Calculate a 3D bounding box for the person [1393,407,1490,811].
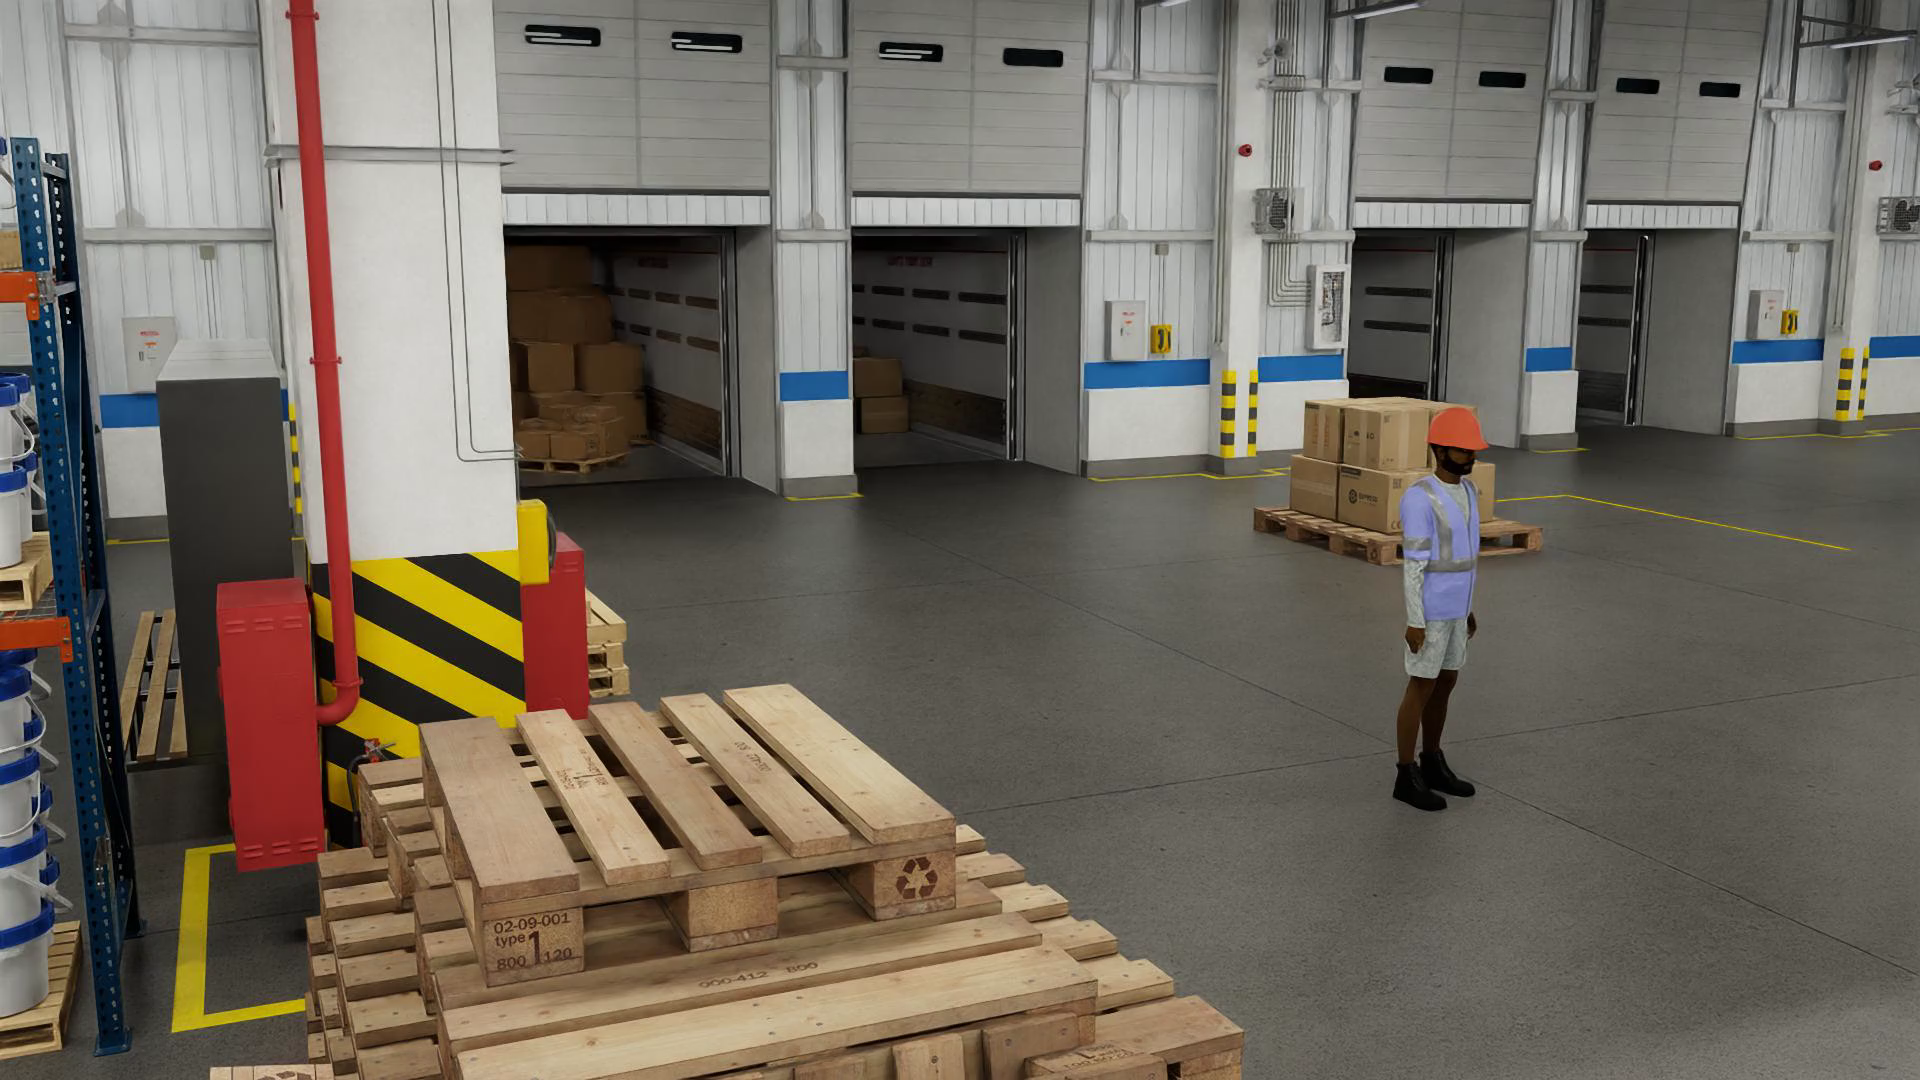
[{"bbox_3d":[2.335,0.324,8.002,0.553,1.935,0.363,-10,14,-44],"label":"person"}]
